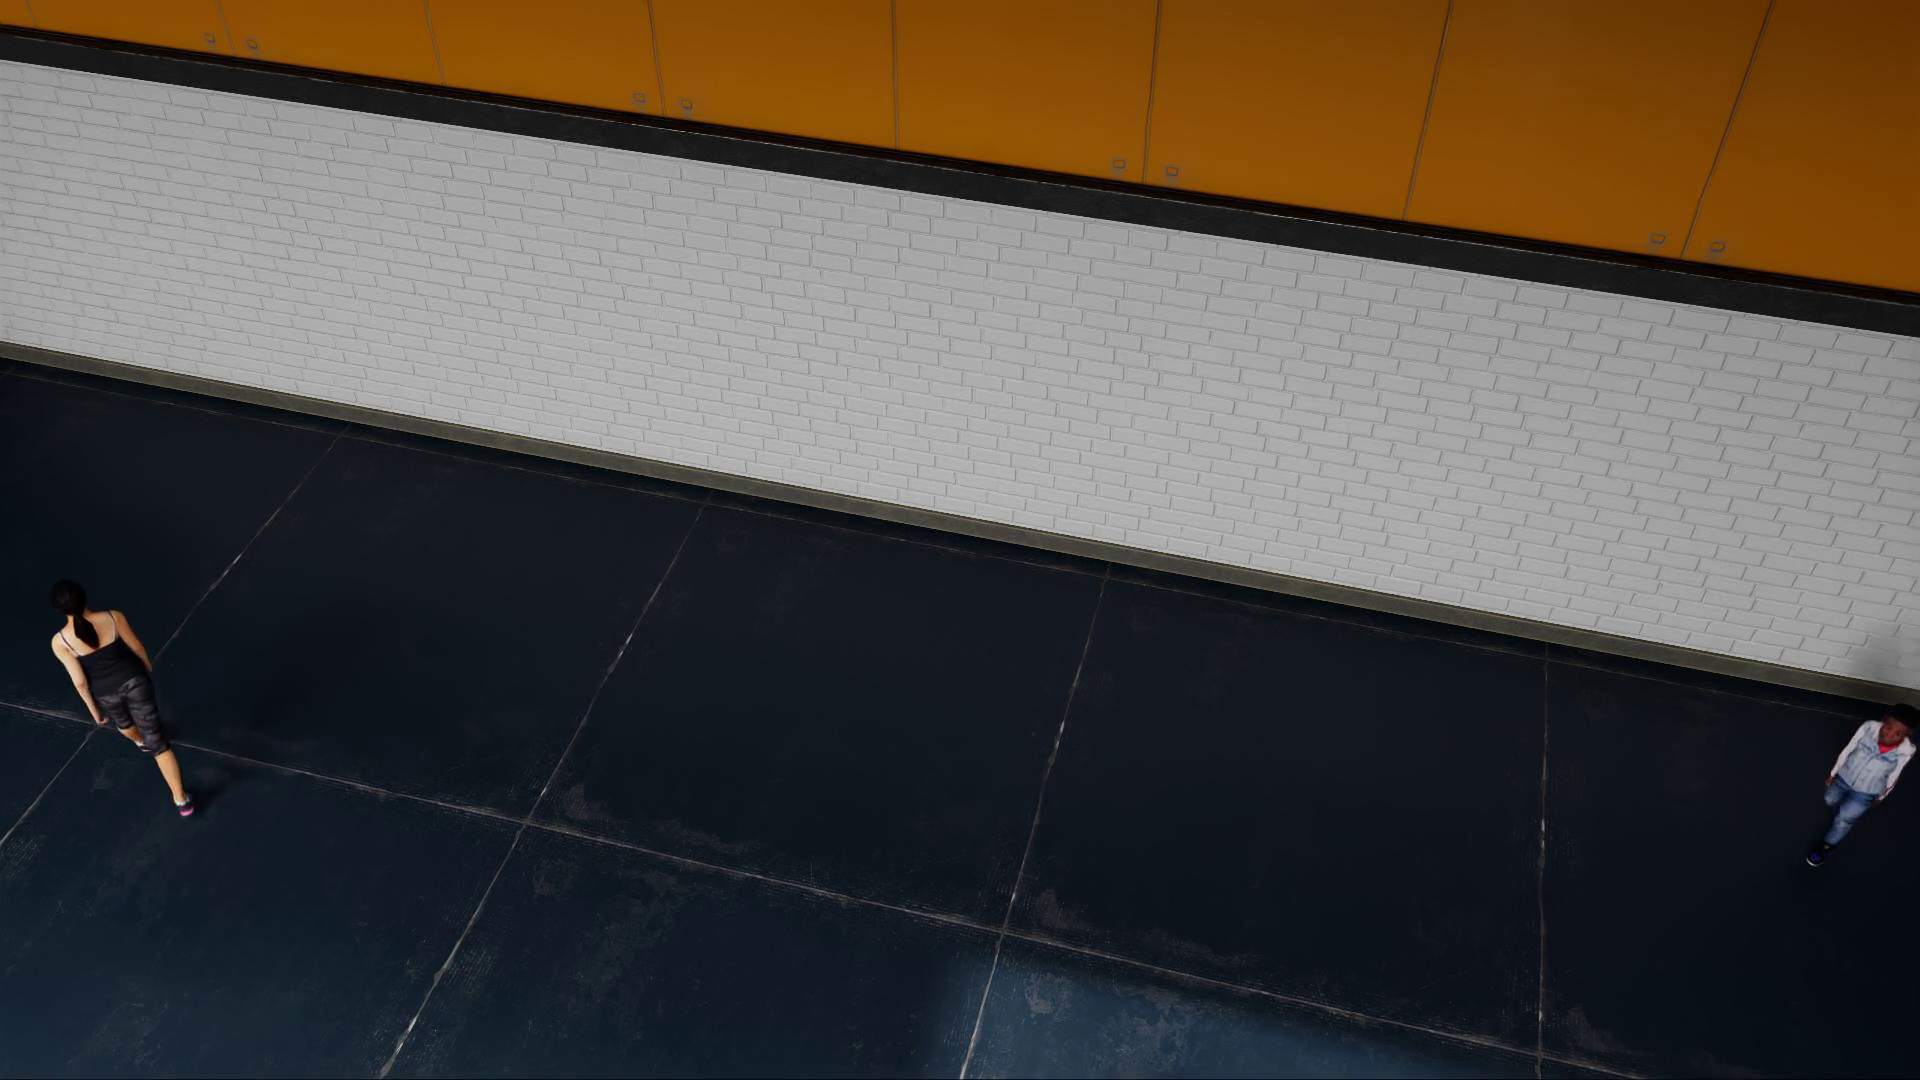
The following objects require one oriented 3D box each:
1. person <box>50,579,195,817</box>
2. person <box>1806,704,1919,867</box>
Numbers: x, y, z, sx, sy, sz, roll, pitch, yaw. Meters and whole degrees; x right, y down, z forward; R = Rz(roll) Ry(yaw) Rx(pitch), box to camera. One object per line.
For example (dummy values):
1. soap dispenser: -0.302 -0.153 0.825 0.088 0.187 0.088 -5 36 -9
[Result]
1. person: -4.872 0.946 9.741 1.106 1.682 1.130 -24 49 -23
2. person: 5.252 1.353 9.629 0.836 1.248 0.744 -27 50 -26
